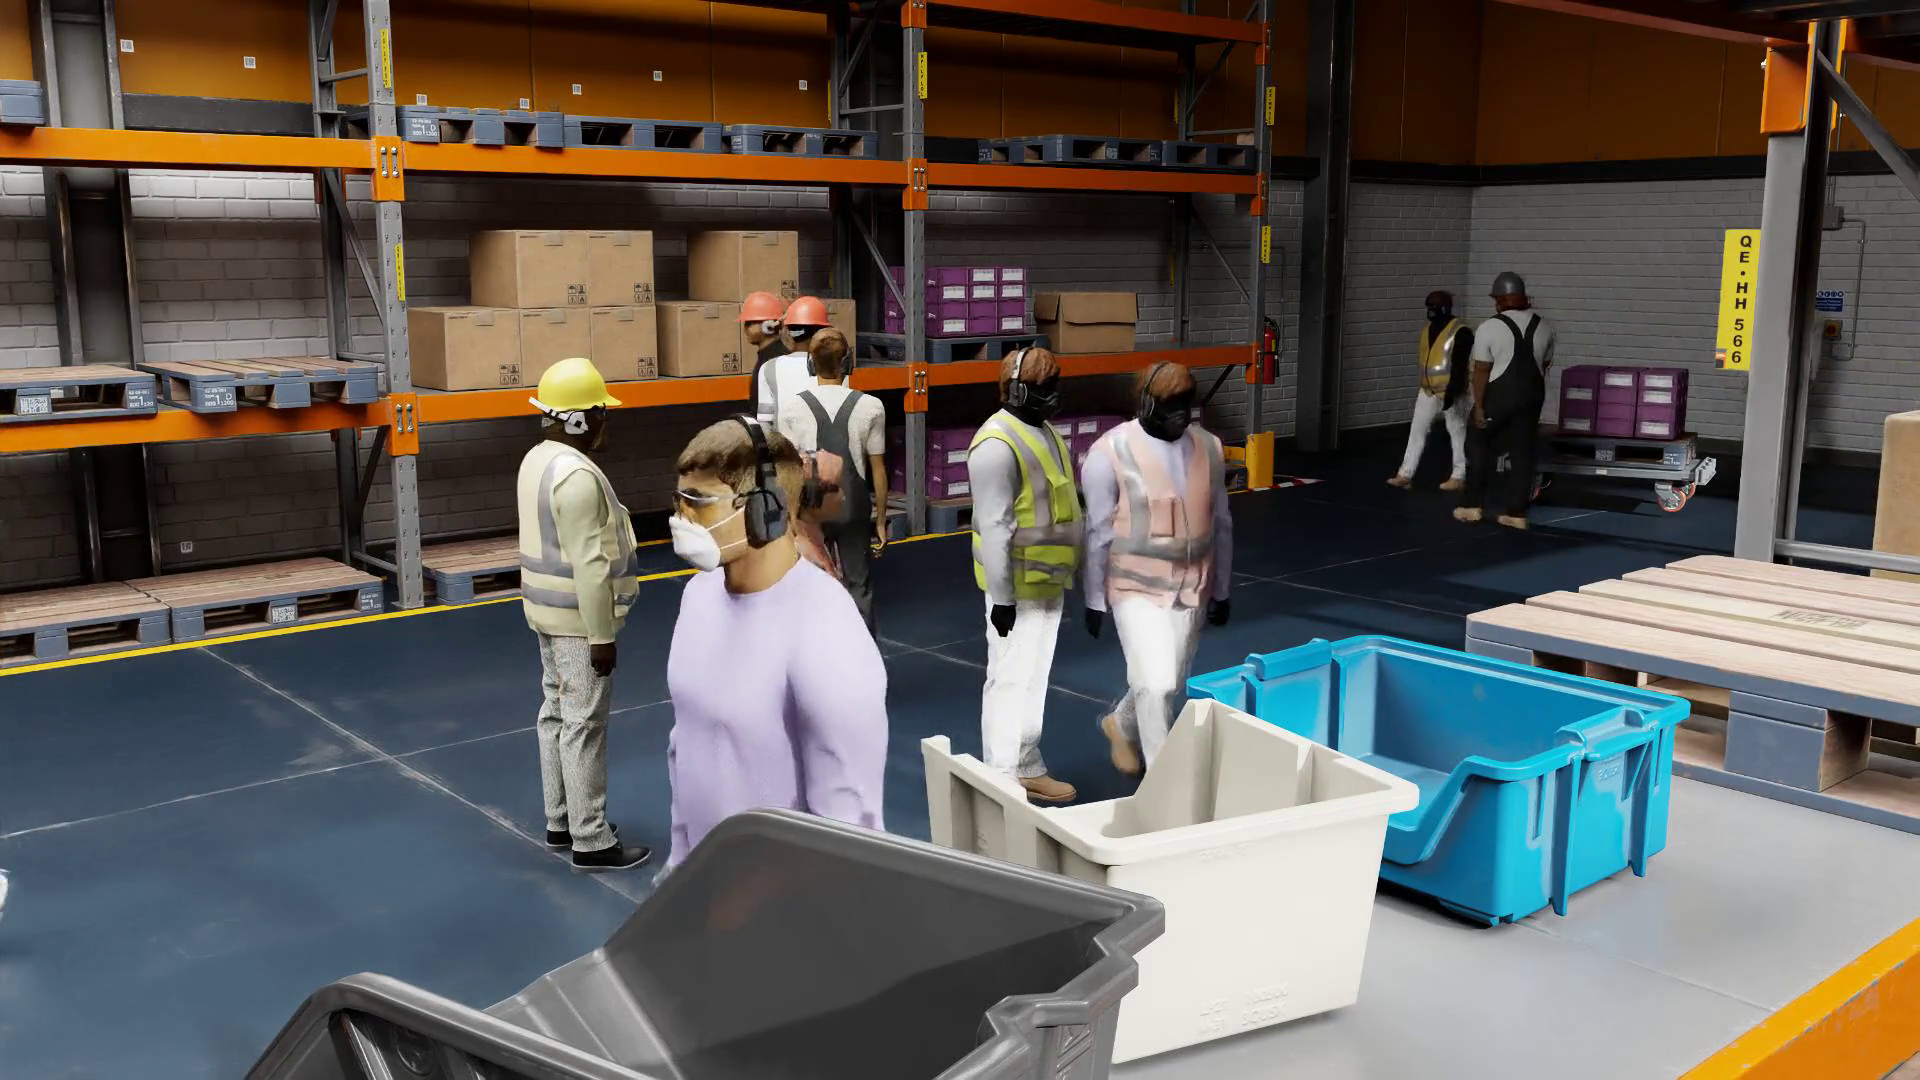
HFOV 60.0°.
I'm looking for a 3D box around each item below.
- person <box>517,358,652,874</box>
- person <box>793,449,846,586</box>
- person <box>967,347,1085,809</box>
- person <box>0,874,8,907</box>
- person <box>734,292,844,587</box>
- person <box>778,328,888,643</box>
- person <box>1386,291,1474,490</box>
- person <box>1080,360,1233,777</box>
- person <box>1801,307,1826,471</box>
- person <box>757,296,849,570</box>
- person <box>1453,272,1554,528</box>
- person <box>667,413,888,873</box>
[{"bbox_3d":[-1.355,0.269,5.961,0.403,1.835,0.588,-6,12,-30],"label":"person"},{"bbox_3d":[-0.570,0.500,5.340,0.853,1.601,0.516,-1,10,-3],"label":"person"},{"bbox_3d":[0.268,0.173,6.477,0.429,1.842,0.634,4,11,22],"label":"person"},{"bbox_3d":[-3.042,0.489,4.741,0.524,1.845,0.726,-1,10,-3],"label":"person"},{"bbox_3d":[-1.153,-0.547,10.247,1.022,1.946,0.616,-5,11,-24],"label":"person"},{"bbox_3d":[-0.598,-0.075,7.864,0.511,1.842,0.327,-1,10,-7],"label":"person"},{"bbox_3d":[4.269,-1.323,14.963,0.869,1.801,0.641,-6,12,-30],"label":"person"},{"bbox_3d":[0.755,0.178,6.577,0.638,1.804,0.904,-5,11,-26],"label":"person"},{"bbox_3d":[8.127,-1.637,16.355,0.634,1.937,0.359,2,10,10],"label":"person"},{"bbox_3d":[-0.878,-0.426,9.574,0.551,1.933,0.369,2,10,11],"label":"person"},{"bbox_3d":[4.305,-1.132,13.230,0.687,2.000,0.743,-2,10,-10],"label":"person"},{"bbox_3d":[-0.372,0.719,3.171,0.366,1.940,0.637,-7,12,-34],"label":"person"}]
